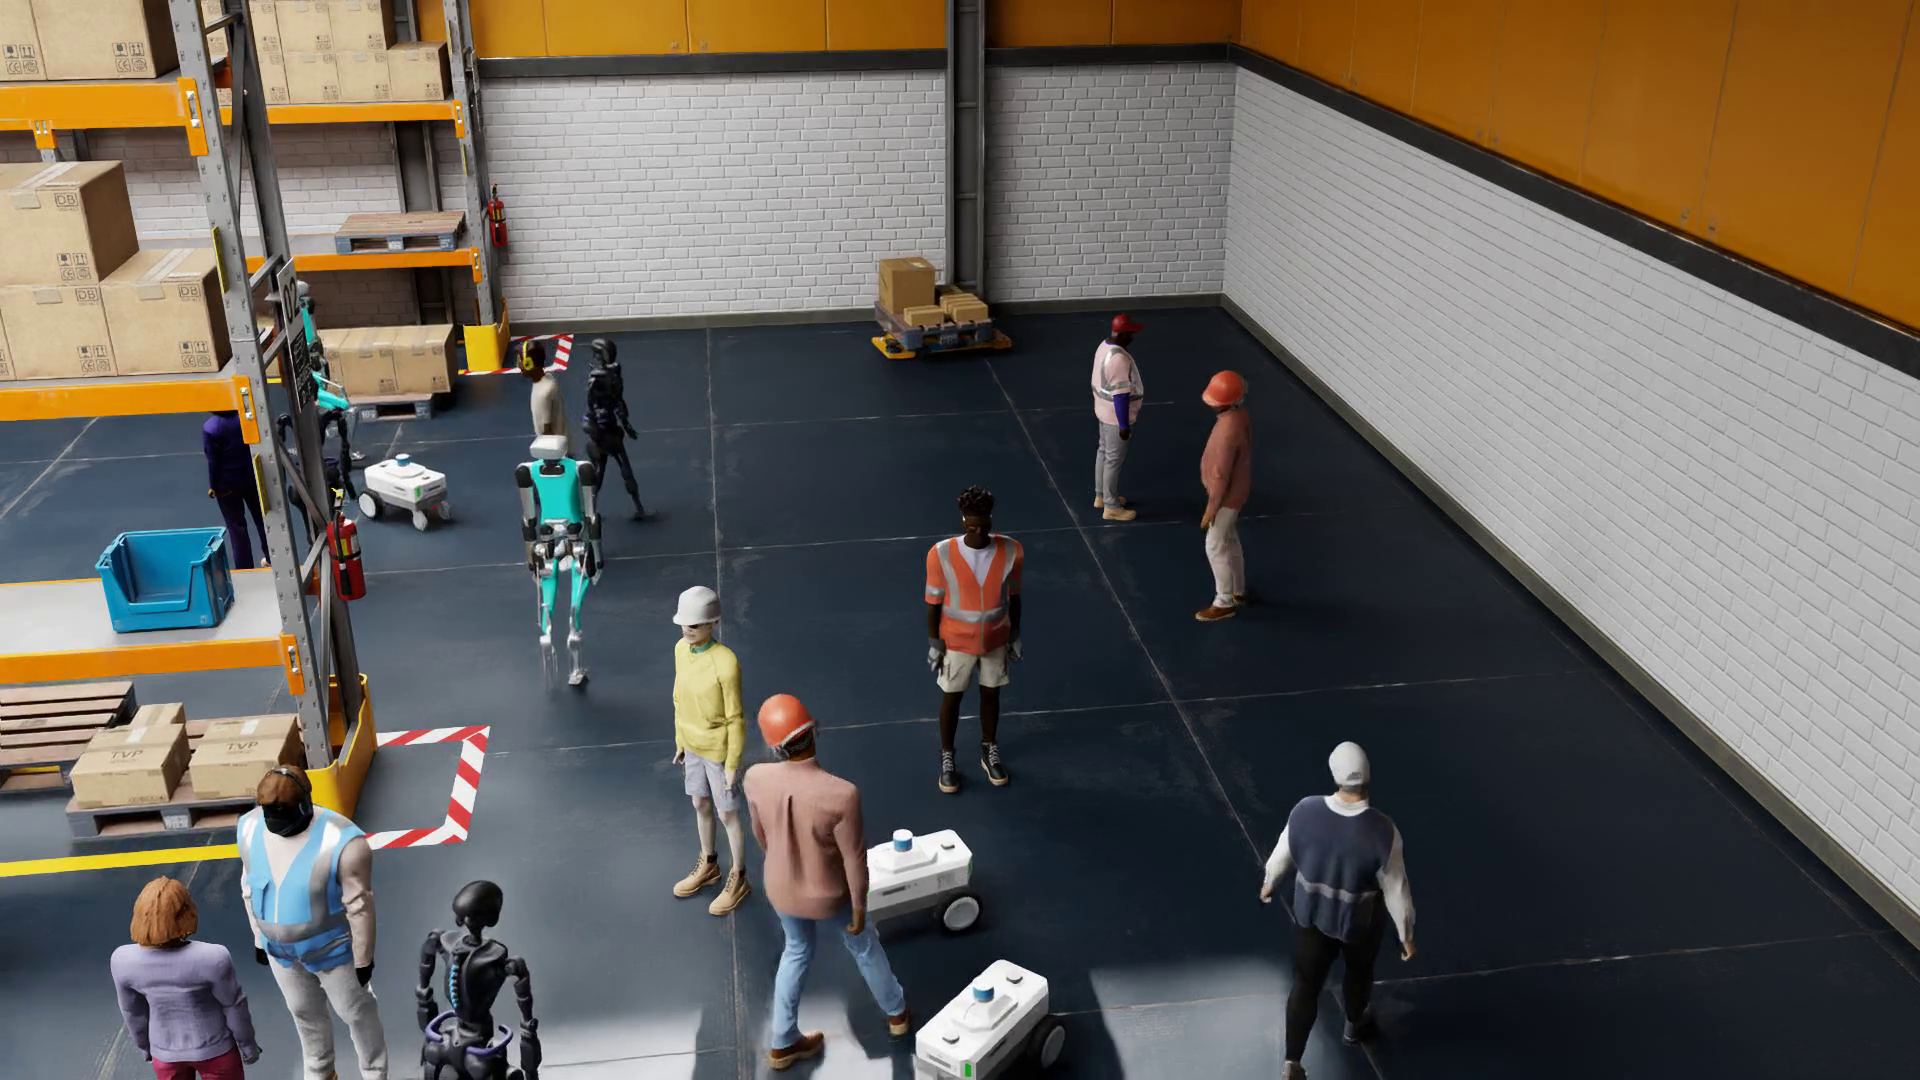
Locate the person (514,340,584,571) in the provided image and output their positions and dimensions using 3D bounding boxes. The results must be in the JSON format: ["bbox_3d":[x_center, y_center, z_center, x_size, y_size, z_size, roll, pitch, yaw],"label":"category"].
[{"bbox_3d":[-3.172,-0.638,12.907,0.440,1.843,0.647,-7,25,-16],"label":"person"}]

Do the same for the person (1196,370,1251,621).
[{"bbox_3d":[1.930,-0.339,12.089,0.369,1.955,0.750,8,25,17],"label":"person"}]

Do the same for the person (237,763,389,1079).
[{"bbox_3d":[-2.865,1.793,7.370,0.625,1.837,0.431,6,24,13],"label":"person"}]

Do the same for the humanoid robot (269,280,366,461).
[{"bbox_3d":[-5.676,-1.441,14.907,1.044,1.752,0.558,6,24,13],"label":"humanoid robot"}]

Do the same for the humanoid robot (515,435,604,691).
[{"bbox_3d":[-2.665,0.281,11.062,0.544,1.888,0.721,0,24,0],"label":"humanoid robot"}]

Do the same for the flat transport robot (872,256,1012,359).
[{"bbox_3d":[-0.205,-2.248,18.518,1.431,0.231,0.659,-8,25,-17],"label":"flat transport robot"}]

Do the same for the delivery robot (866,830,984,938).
[{"bbox_3d":[-0.303,1.817,8.877,0.751,0.576,0.499,-10,26,-22],"label":"delivery robot"}]

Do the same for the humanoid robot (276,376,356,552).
[{"bbox_3d":[-4.955,-0.457,12.727,0.627,1.635,0.608,-18,29,-35],"label":"humanoid robot"}]

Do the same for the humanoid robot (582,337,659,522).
[{"bbox_3d":[-2.911,-0.899,13.737,0.716,1.629,0.599,7,25,16],"label":"humanoid robot"}]

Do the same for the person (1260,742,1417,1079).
[{"bbox_3d":[1.735,1.722,7.677,0.769,1.714,0.831,11,26,23],"label":"person"}]

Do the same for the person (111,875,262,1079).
[{"bbox_3d":[-3.169,2.105,6.901,0.499,1.633,0.287,-1,24,-2],"label":"person"}]

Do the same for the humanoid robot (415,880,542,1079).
[{"bbox_3d":[-2.016,2.144,6.777,0.612,1.632,0.480,9,25,19],"label":"humanoid robot"}]

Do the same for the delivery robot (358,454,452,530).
[{"bbox_3d":[-4.667,-0.438,14.017,0.769,0.577,0.499,15,28,30],"label":"delivery robot"}]

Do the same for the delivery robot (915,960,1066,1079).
[{"bbox_3d":[0.123,2.301,7.793,0.499,0.590,0.761,16,28,32],"label":"delivery robot"}]

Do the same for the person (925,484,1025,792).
[{"bbox_3d":[0.095,0.583,9.960,0.607,1.964,0.369,-6,24,-12],"label":"person"}]

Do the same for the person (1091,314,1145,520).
[{"bbox_3d":[1.322,-1.040,13.920,0.420,1.751,0.623,-4,24,-8],"label":"person"}]

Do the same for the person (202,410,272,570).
[{"bbox_3d":[-5.549,-0.459,12.752,0.345,1.623,0.465,15,28,30],"label":"person"}]

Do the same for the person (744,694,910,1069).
[{"bbox_3d":[-0.616,1.560,7.758,0.681,1.929,0.714,10,26,22],"label":"person"}]

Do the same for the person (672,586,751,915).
[{"bbox_3d":[-1.335,1.102,8.869,0.483,1.894,0.380,18,29,35],"label":"person"}]
